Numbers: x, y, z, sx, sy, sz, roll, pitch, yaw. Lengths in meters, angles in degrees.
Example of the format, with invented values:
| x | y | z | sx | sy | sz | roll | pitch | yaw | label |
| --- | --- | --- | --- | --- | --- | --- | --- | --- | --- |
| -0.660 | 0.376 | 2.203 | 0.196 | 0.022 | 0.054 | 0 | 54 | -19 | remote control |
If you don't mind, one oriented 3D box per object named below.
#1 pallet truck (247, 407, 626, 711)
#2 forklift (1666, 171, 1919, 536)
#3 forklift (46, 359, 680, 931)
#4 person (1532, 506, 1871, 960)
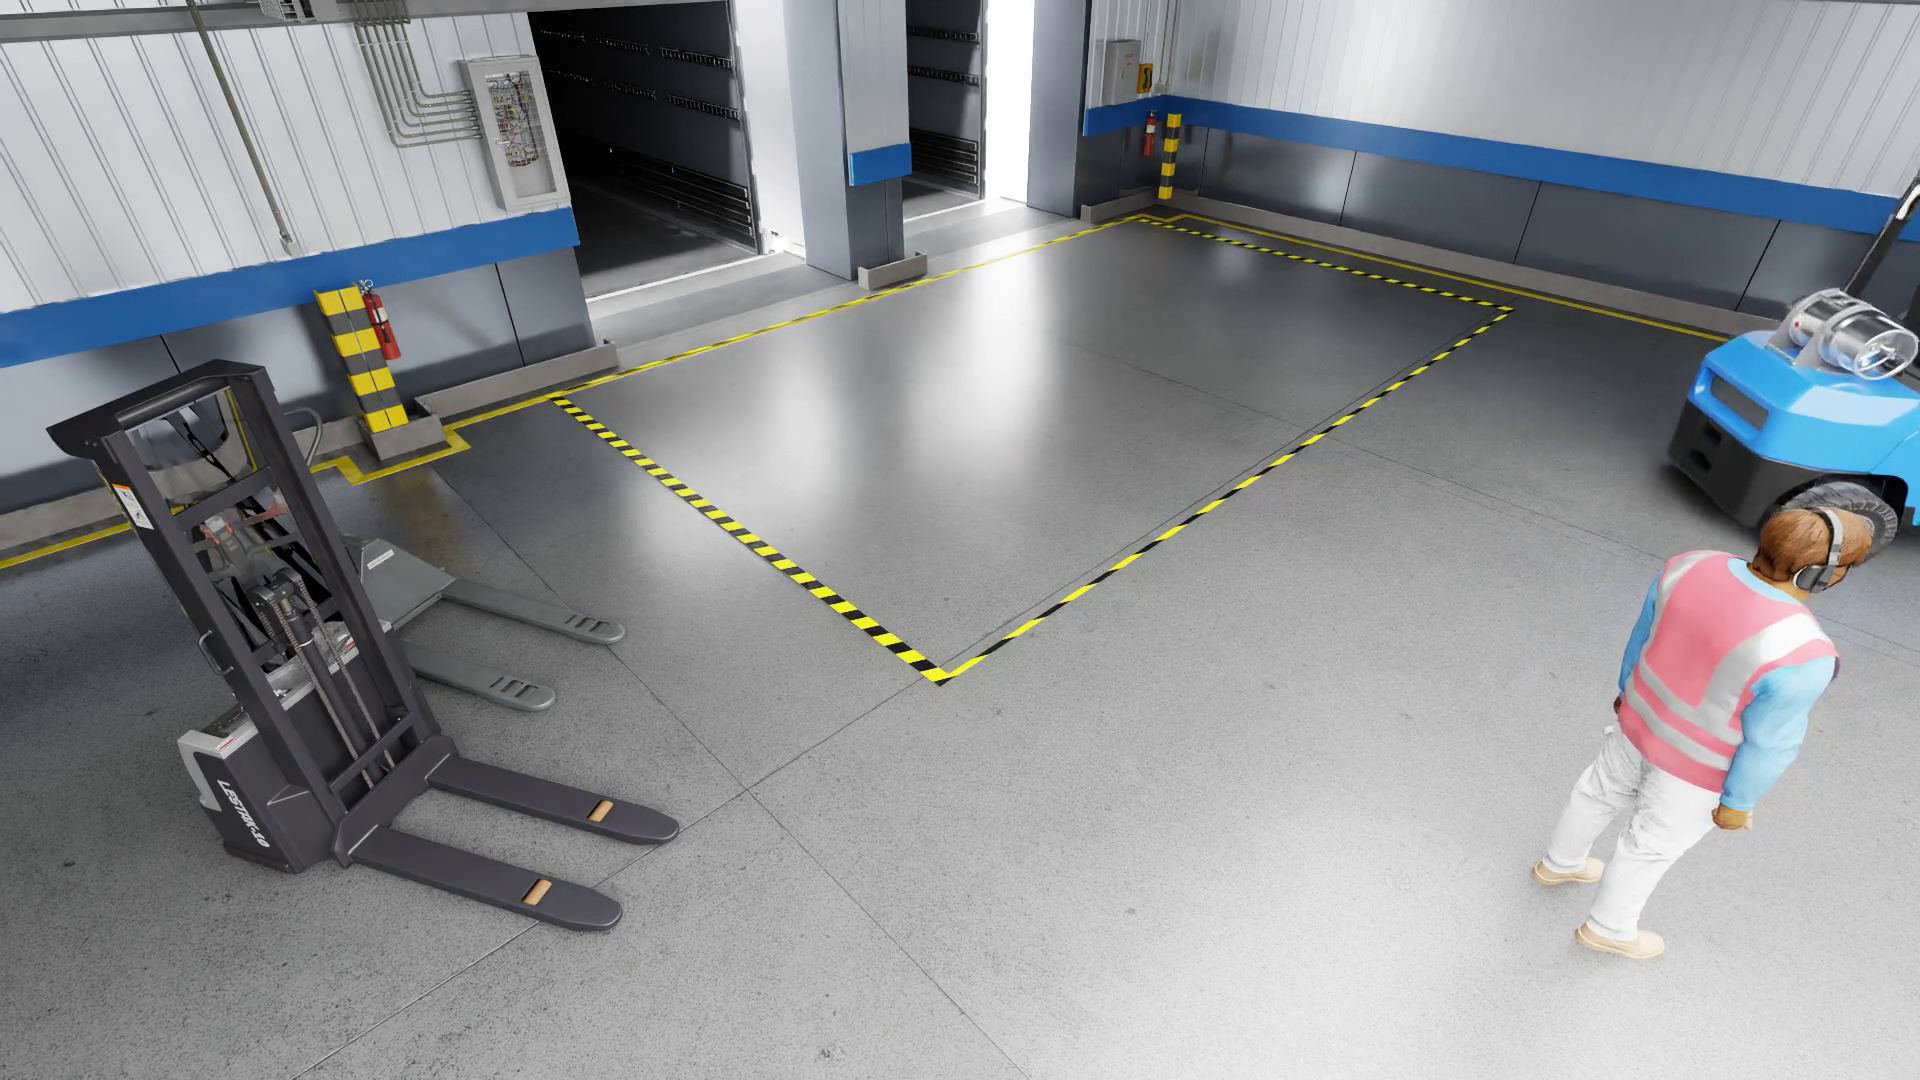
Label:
| x | y | z | sx | sy | sz | roll | pitch | yaw | label |
| --- | --- | --- | --- | --- | --- | --- | --- | --- | --- |
| -2.628 | 0.038 | 4.590 | 1.601 | 1.201 | 0.680 | 12 | 36 | 18 | pallet truck |
| 6.019 | -1.077 | 5.242 | 2.680 | 2.036 | 1.157 | 4 | 34 | 5 | forklift |
| -2.135 | 0.422 | 3.354 | 1.885 | 1.965 | 0.823 | 10 | 35 | 14 | forklift |
| 2.466 | 0.681 | 3.110 | 0.431 | 1.843 | 0.621 | 0 | 34 | 0 | person |
